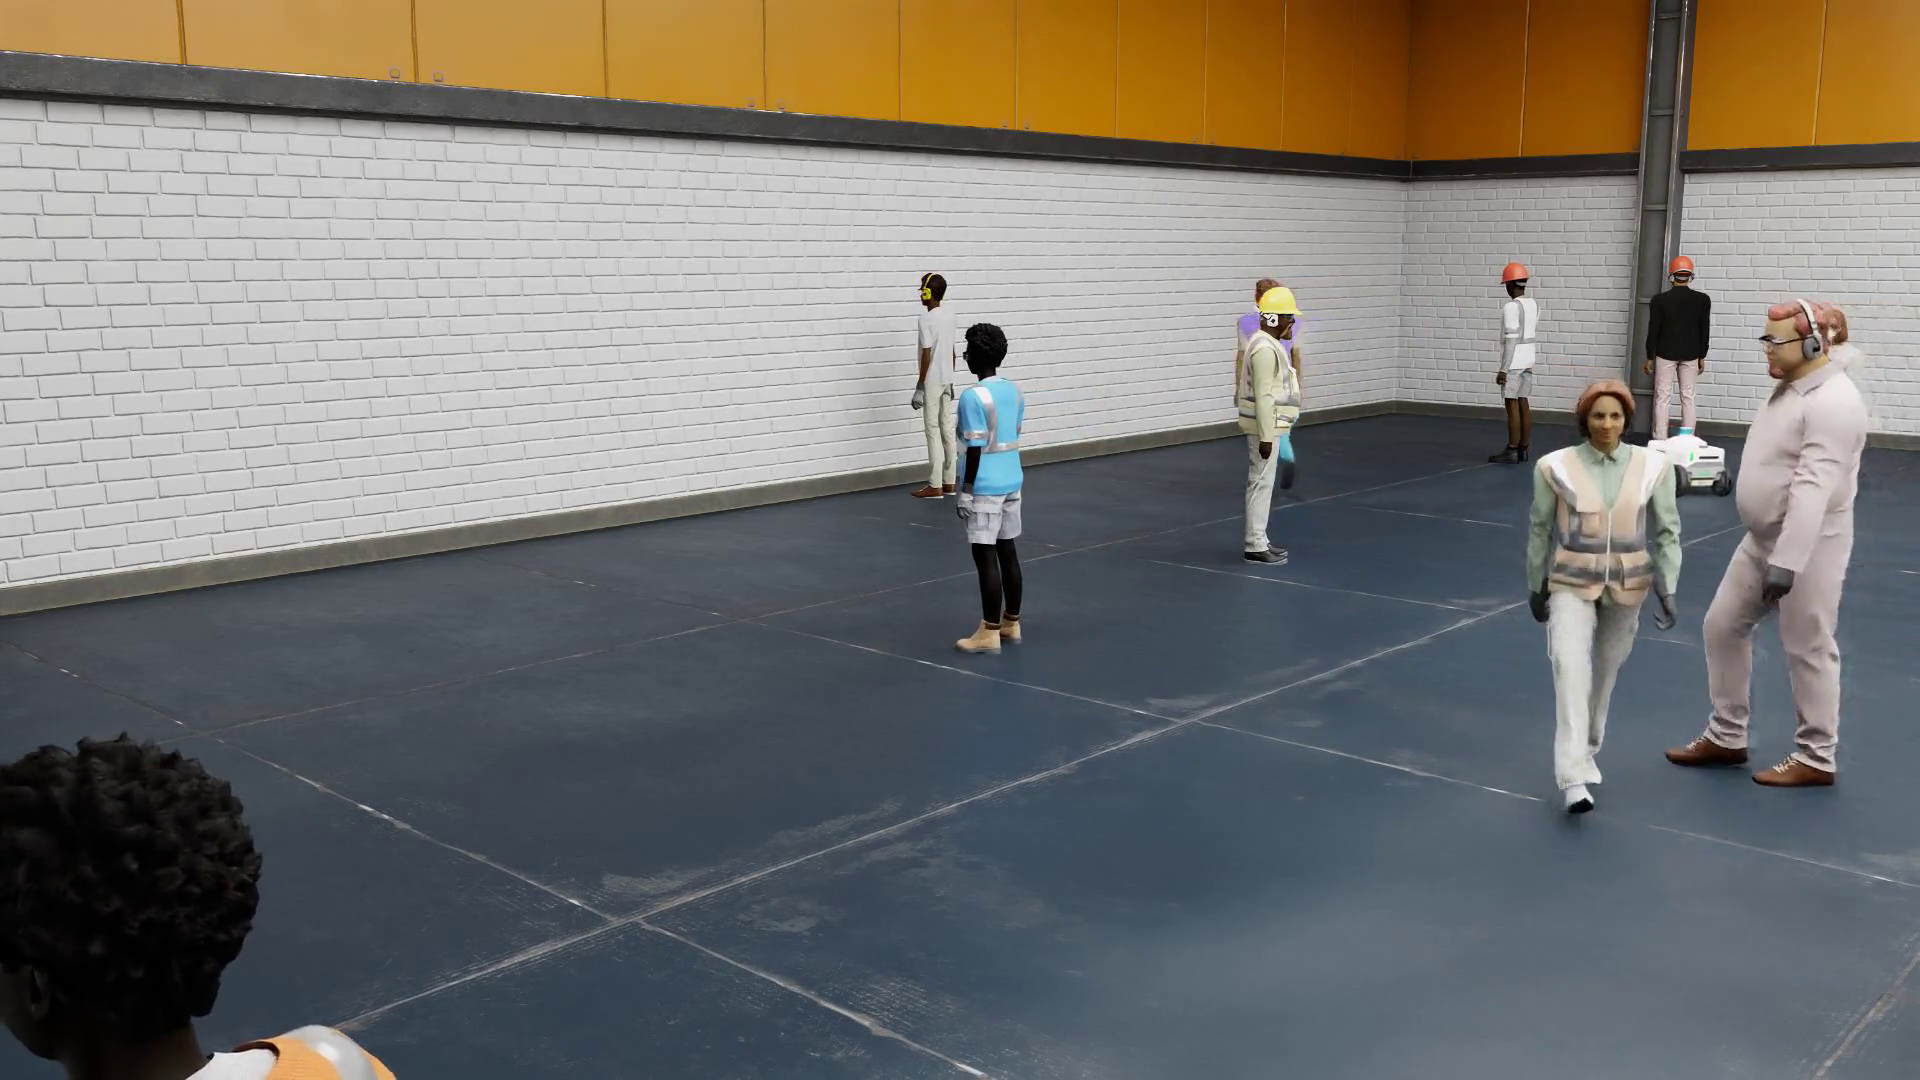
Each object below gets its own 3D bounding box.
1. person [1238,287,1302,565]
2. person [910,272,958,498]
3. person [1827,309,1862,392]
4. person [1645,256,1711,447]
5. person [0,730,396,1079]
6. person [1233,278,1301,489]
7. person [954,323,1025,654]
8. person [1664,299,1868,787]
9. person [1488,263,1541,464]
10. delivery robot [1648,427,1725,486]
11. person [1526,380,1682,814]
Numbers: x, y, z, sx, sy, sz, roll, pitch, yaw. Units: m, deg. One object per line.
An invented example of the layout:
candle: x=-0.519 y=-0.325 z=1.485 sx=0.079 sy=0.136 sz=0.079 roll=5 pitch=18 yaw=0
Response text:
person: x=2.034 y=-0.746 z=10.956 sx=0.403 sy=1.824 sz=0.593 roll=2 pitch=10 yaw=10
person: x=-0.221 y=-1.279 z=13.848 sx=0.328 sy=1.873 sz=0.521 roll=7 pitch=12 yaw=33
person: x=6.821 y=-1.023 z=13.128 sx=0.505 sy=1.605 sz=0.698 roll=10 pitch=14 yaw=44
person: x=7.222 y=-1.855 z=16.772 sx=0.608 sy=1.995 sz=0.377 roll=1 pitch=10 yaw=4
person: x=-0.645 y=0.995 z=1.426 sx=0.321 sy=1.690 sz=0.527 roll=3 pitch=10 yaw=15
person: x=2.616 y=-1.301 z=14.100 sx=0.567 sy=1.828 sz=0.645 roll=-2 pitch=10 yaw=-12
person: x=0.146 y=-0.264 z=8.563 sx=0.318 sy=1.695 sz=0.539 roll=6 pitch=11 yaw=29
person: x=3.084 y=0.029 z=6.367 sx=0.717 sy=1.877 sz=0.657 roll=1 pitch=10 yaw=4
person: x=5.341 y=-1.696 z=16.051 sx=0.375 sy=1.930 sz=0.542 roll=10 pitch=14 yaw=44
delivery robot: x=6.144 y=-0.712 z=14.094 sx=0.477 sy=0.478 sz=0.707 roll=-1 pitch=10 yaw=-8
person: x=2.383 y=0.213 z=6.167 sx=0.515 sy=1.587 sz=0.882 roll=1 pitch=10 yaw=8
